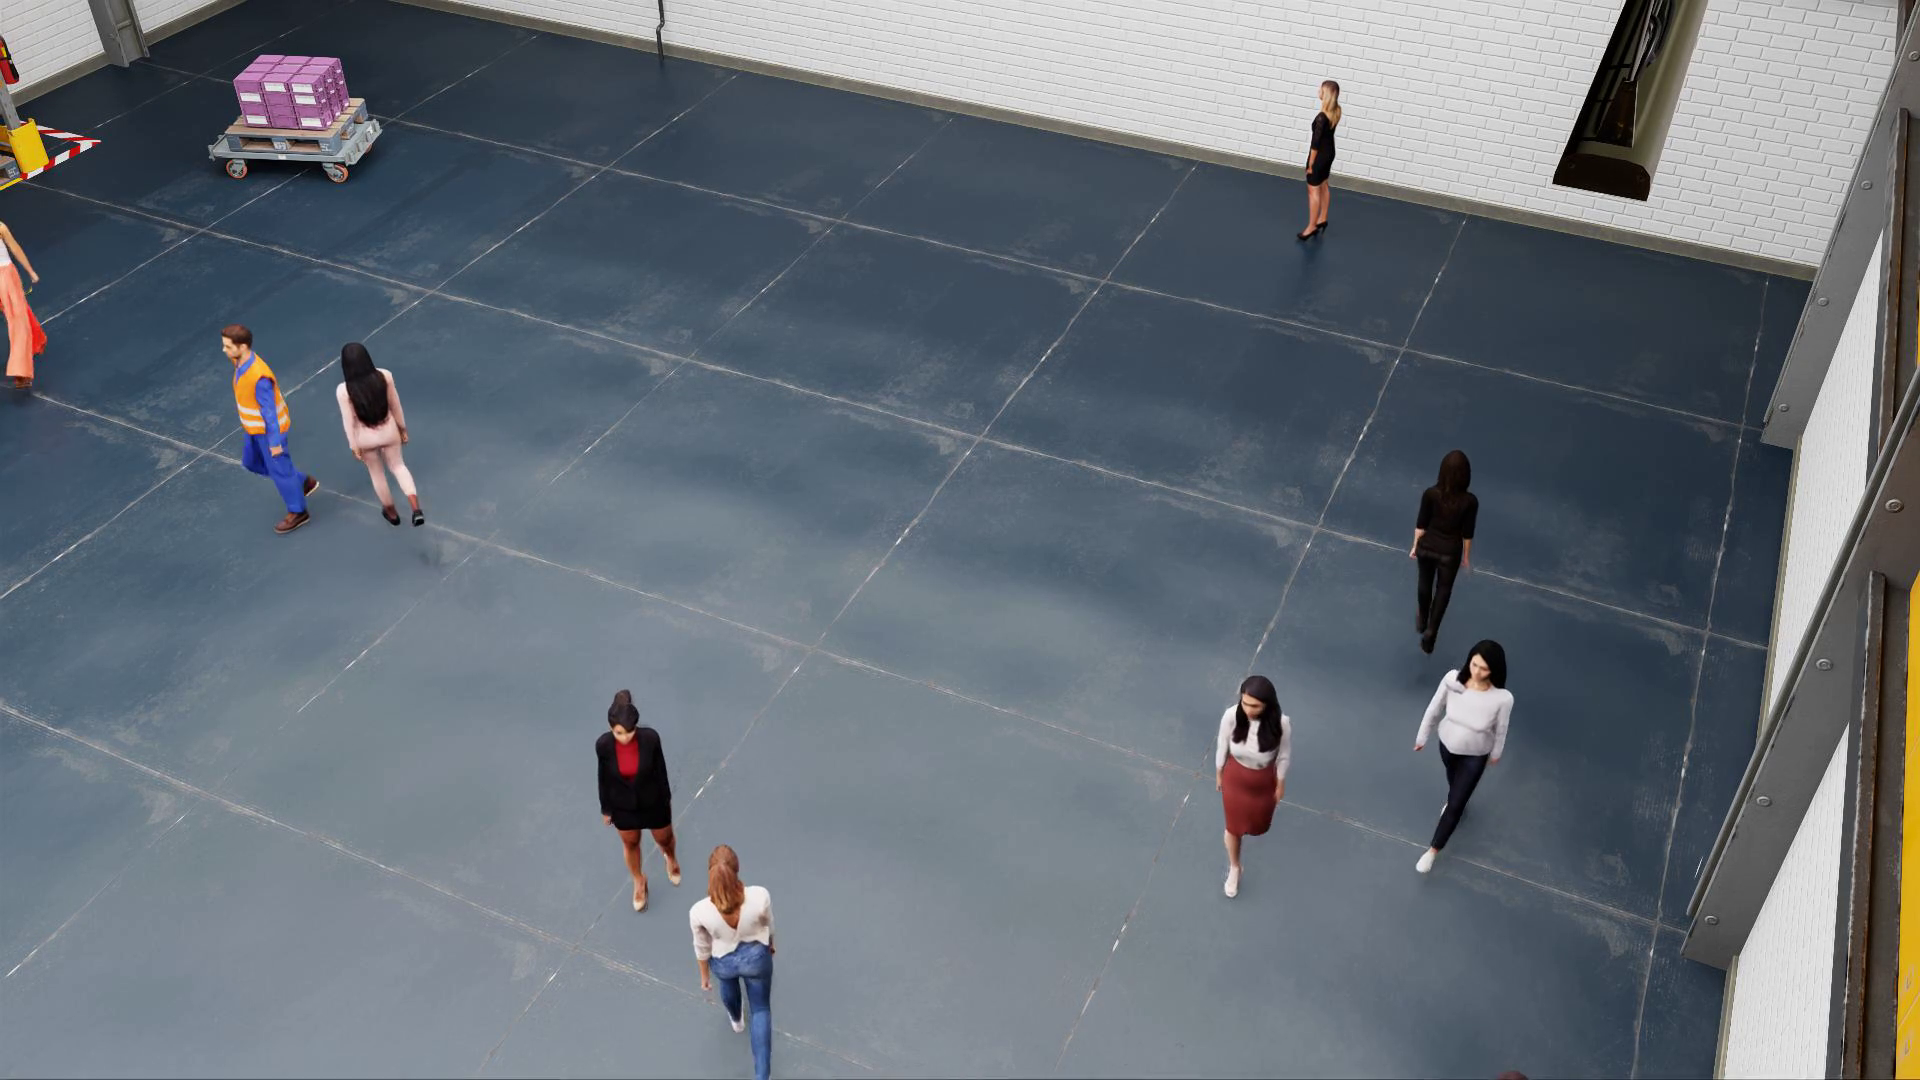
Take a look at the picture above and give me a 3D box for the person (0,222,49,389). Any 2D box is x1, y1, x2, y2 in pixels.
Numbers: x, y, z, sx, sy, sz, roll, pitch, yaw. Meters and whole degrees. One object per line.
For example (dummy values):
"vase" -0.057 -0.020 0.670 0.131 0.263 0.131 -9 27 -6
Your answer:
"person" -8.452 -2.174 14.673 1.060 1.757 1.311 -4 39 -5

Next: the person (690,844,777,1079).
"person" -1.174 2.368 9.040 0.985 1.690 1.174 -5 39 -7

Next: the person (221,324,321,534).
"person" -5.337 -0.904 13.007 0.805 1.853 0.850 31 48 33

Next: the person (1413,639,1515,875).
"person" 3.203 1.252 10.467 0.802 1.652 1.153 25 45 28

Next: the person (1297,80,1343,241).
"person" 3.657 -3.848 16.837 0.645 1.672 0.493 26 45 28

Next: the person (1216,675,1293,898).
"person" 1.780 1.439 10.166 0.666 1.736 0.876 9 39 11

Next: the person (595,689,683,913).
"person" -1.953 1.573 10.075 0.697 1.641 0.745 -3 39 -4

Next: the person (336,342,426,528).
"person" -4.493 -0.745 12.925 0.920 1.706 0.889 -28 46 -30

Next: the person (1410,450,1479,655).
"person" 3.422 0.118 11.910 0.614 1.624 0.900 12 40 15
